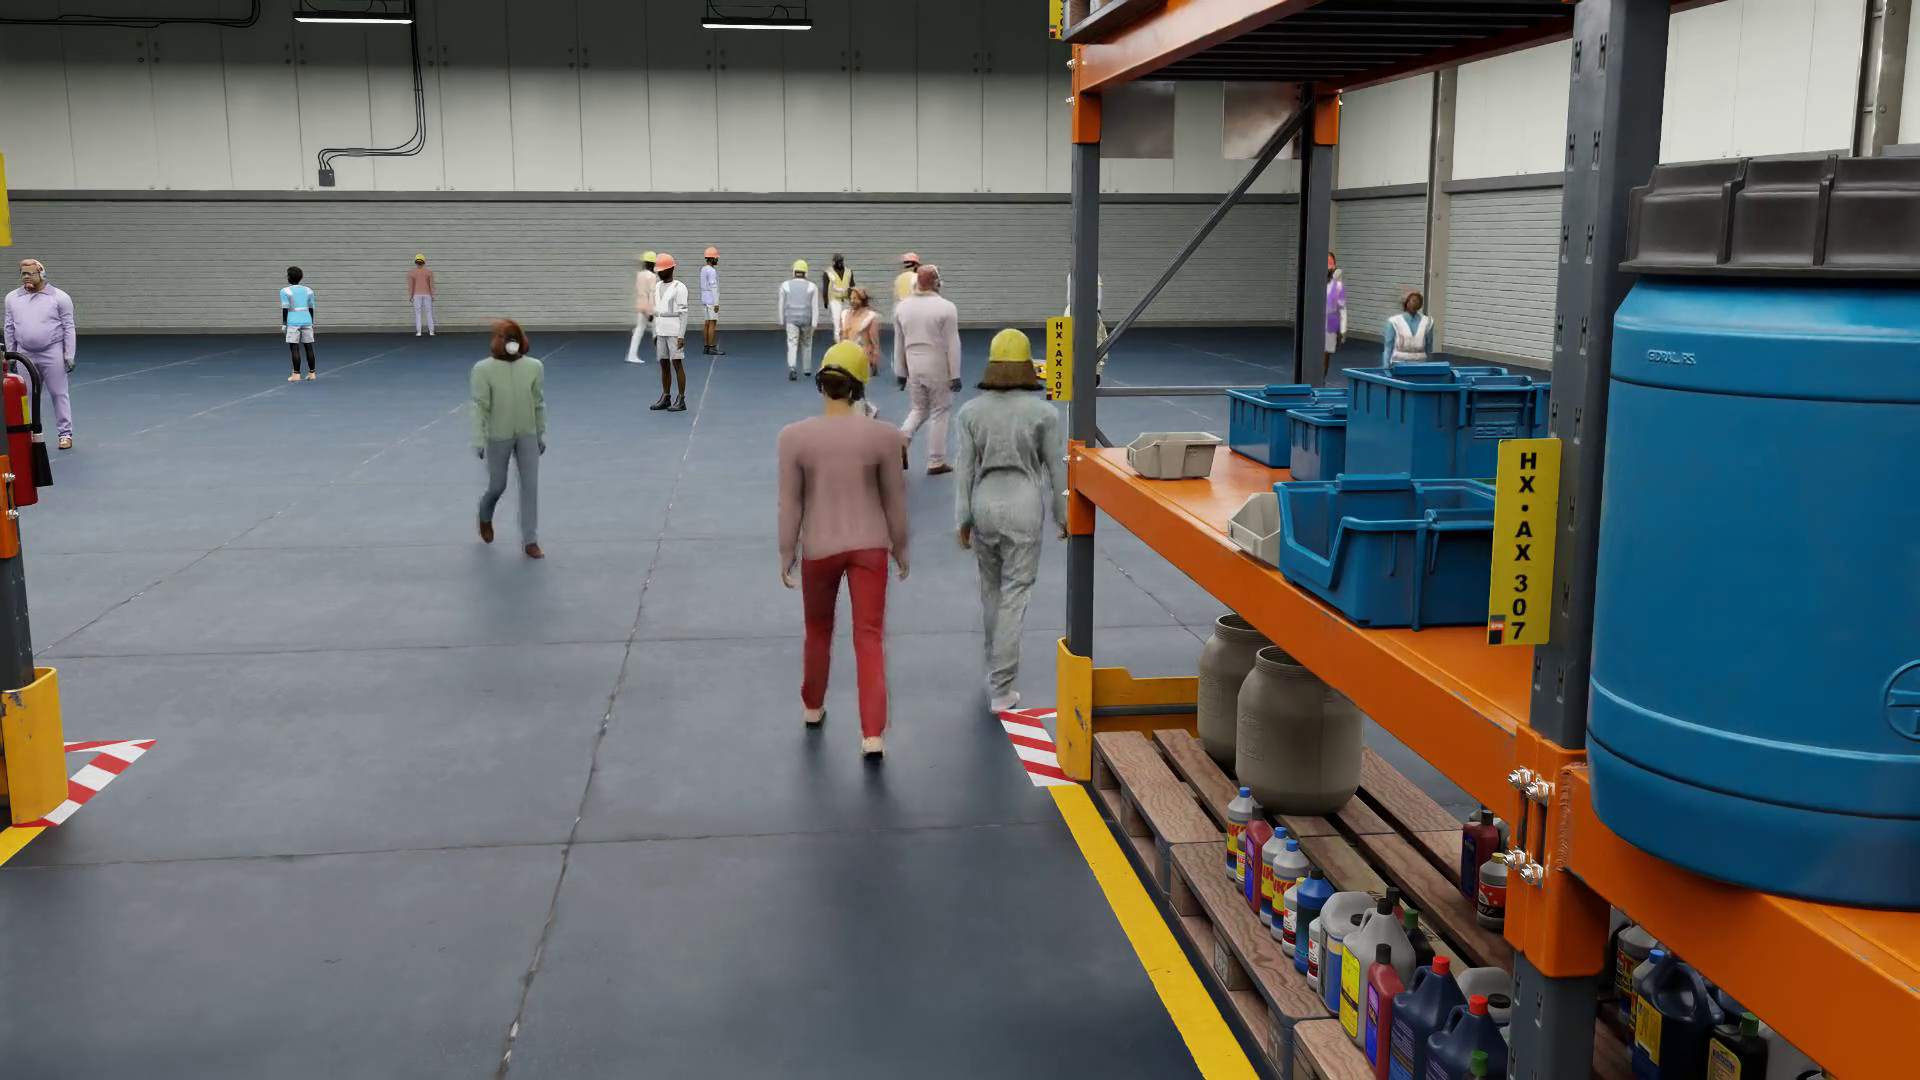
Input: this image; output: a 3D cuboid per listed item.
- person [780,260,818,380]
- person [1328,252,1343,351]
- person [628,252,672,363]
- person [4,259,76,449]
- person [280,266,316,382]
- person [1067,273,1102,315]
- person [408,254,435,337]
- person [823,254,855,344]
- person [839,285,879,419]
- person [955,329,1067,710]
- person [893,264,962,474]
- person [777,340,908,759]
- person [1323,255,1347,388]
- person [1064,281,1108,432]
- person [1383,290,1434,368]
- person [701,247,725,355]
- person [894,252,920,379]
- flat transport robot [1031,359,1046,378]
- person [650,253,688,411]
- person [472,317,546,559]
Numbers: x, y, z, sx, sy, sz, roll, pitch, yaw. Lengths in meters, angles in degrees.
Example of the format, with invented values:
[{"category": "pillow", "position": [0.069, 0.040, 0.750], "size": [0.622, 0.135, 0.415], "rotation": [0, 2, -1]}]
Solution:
[{"category": "person", "position": [-2.411, -3.292, 24.894], "size": [0.588, 1.799, 0.880], "rotation": [0, 10, -2]}, {"category": "person", "position": [6.877, -4.444, 31.068], "size": [0.507, 1.846, 0.351], "rotation": [3, 11, 15]}, {"category": "person", "position": [-5.225, -3.933, 28.195], "size": [0.993, 1.875, 0.589], "rotation": [-9, 13, -39]}, {"category": "person", "position": [-9.231, -1.851, 16.689], "size": [0.653, 1.906, 0.408], "rotation": [-2, 10, -9]}, {"category": "person", "position": [-9.774, -3.181, 24.555], "size": [0.315, 1.696, 0.541], "rotation": [7, 13, 35]}, {"category": "person", "position": [2.260, -4.259, 30.249], "size": [0.637, 1.797, 0.836], "rotation": [1, 10, 7]}, {"category": "person", "position": [-11.548, -5.245, 35.677], "size": [0.525, 1.769, 0.327], "rotation": [-4, 11, -20]}, {"category": "person", "position": [-2.423, -4.785, 33.090], "size": [0.621, 1.804, 0.958], "rotation": [-5, 12, -26]}, {"category": "person", "position": [-1.044, -1.894, 17.677], "size": [0.517, 1.621, 0.541], "rotation": [8, 13, 37]}, {"category": "person", "position": [0.261, -0.113, 7.714], "size": [0.498, 1.710, 0.822], "rotation": [4, 11, 19]}, {"category": "person", "position": [-0.297, -1.508, 14.854], "size": [0.649, 1.890, 0.564], "rotation": [7, 13, 34]}, {"category": "person", "position": [-0.484, 0.031, 6.932], "size": [0.542, 1.712, 0.870], "rotation": [-1, 10, -3]}, {"category": "person", "position": [4.809, -2.789, 21.883], "size": [0.565, 1.882, 0.975], "rotation": [0, 10, 2]}, {"category": "person", "position": [1.193, -1.639, 15.719], "size": [0.403, 1.837, 0.591], "rotation": [-3, 11, -18]}, {"category": "person", "position": [4.589, -1.762, 17.074], "size": [0.534, 1.589, 0.888], "rotation": [0, 10, -2]}, {"category": "person", "position": [-4.488, -4.317, 30.121], "size": [0.357, 1.936, 0.551], "rotation": [-6, 12, -28]}, {"category": "person", "position": [-0.729, -3.342, 24.888], "size": [0.630, 1.896, 0.552], "rotation": [9, 14, 41]}, {"category": "flat transport robot", "position": [1.190, -2.629, 25.440], "size": [0.652, 0.197, 1.431], "rotation": [-7, 12, -33]}, {"category": "person", "position": [-3.582, -2.539, 20.400], "size": [0.542, 1.929, 0.368], "rotation": [8, 13, 37]}, {"category": "person", "position": [-3.055, -0.699, 11.203], "size": [0.509, 1.611, 0.703], "rotation": [-7, 13, -35]}]
